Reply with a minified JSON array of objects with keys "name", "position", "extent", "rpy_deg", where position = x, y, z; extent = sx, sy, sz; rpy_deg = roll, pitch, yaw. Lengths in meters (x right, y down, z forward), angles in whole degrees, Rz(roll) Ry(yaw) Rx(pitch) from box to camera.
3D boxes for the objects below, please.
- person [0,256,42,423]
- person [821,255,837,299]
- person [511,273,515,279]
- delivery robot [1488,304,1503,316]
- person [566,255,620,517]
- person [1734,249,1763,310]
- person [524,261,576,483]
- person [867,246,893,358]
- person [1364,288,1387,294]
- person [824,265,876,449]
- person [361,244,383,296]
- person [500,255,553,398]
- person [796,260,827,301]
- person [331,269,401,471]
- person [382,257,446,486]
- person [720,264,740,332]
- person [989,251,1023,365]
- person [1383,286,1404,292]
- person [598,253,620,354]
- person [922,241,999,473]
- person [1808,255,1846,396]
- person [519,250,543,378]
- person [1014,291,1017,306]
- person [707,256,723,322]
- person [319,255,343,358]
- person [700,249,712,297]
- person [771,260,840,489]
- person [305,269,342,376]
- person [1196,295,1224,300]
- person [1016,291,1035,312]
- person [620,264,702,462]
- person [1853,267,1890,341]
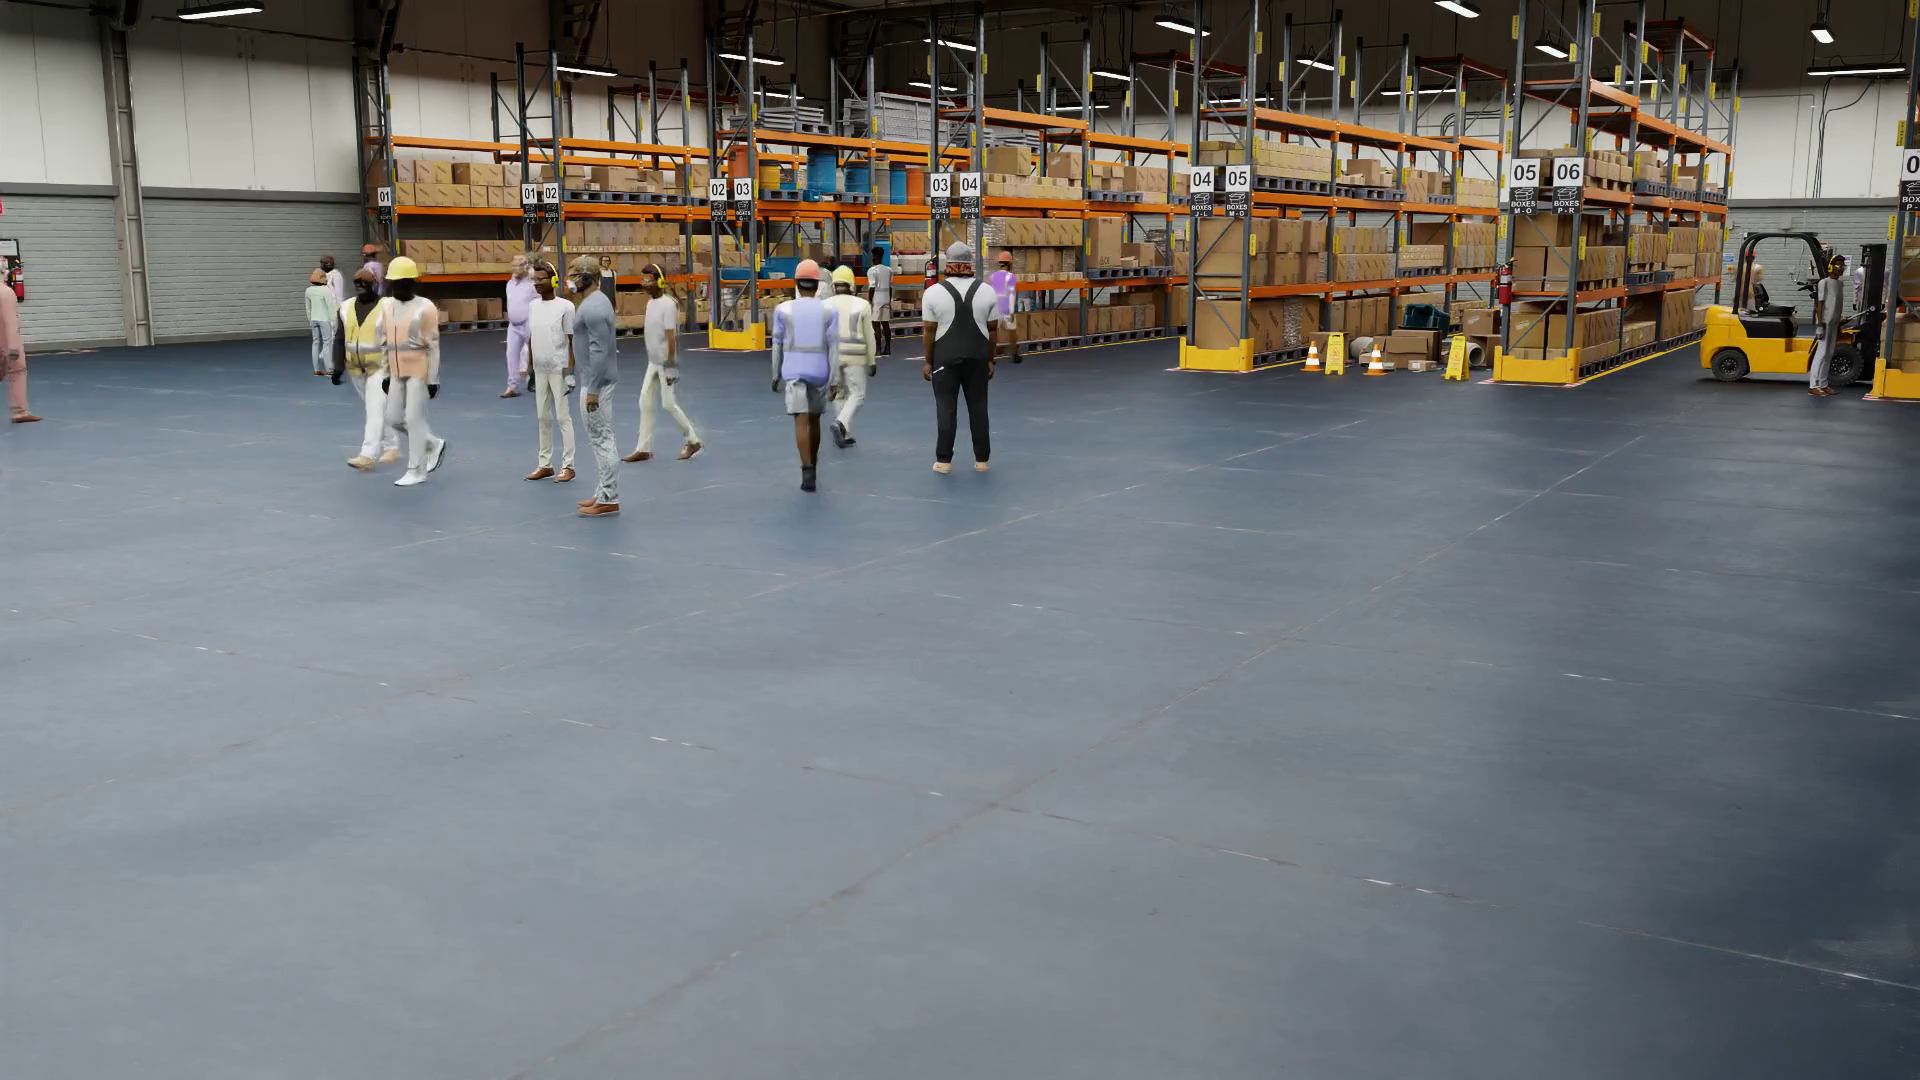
[{"name":"person","position":[-10.769,-2.223,18.579],"extent":[0.651,1.880,0.765],"rpy_deg":[4,11,23]},{"name":"person","position":[-2.357,-4.340,30.688],"extent":[0.831,1.805,0.627],"rpy_deg":[2,10,10]},{"name":"person","position":[-10.072,-5.624,38.355],"extent":[0.520,1.629,0.308],"rpy_deg":[-1,10,-3]},{"name":"delivery robot","position":[12.905,-5.511,40.456],"extent":[0.707,0.478,0.477],"rpy_deg":[-2,10,-11]},{"name":"person","position":[-2.709,-1.137,12.349],"extent":[0.355,1.936,0.635],"rpy_deg":[-2,10,-11]},{"name":"person","position":[16.726,-5.232,35.302],"extent":[0.544,1.922,0.491],"rpy_deg":[7,12,33]},{"name":"person","position":[-3.482,-1.421,14.125],"extent":[0.520,1.874,0.327],"rpy_deg":[5,11,26]},{"name":"person","position":[-1.438,-4.219,29.527],"extent":[0.361,1.963,0.613],"rpy_deg":[8,13,38]},{"name":"person","position":[9.951,-5.929,39.872],"extent":[0.558,1.717,0.398],"rpy_deg":[1,10,4]},{"name":"person","position":[-1.139,-1.771,16.262],"extent":[0.600,1.808,0.697],"rpy_deg":[4,11,22]},{"name":"person","position":[-11.817,-4.978,33.658],"extent":[0.870,2.016,0.617],"rpy_deg":[1,10,4]},{"name":"person","position":[-5.725,-2.838,22.067],"extent":[0.652,1.875,0.927],"rpy_deg":[5,11,28]},{"name":"person","position":[-2.274,-3.420,25.636],"extent":[0.532,1.771,0.323],"rpy_deg":[-5,11,-26]},{"name":"person","position":[-5.337,-1.543,15.052],"extent":[0.620,1.795,0.978],"rpy_deg":[2,10,13]},{"name":"person","position":[-4.598,-1.423,14.016],"extent":[0.611,1.912,0.579],"rpy_deg":[6,12,29]},{"name":"person","position":[-4.709,-4.744,33.492],"extent":[0.538,1.585,0.851],"rpy_deg":[6,12,30]},{"name":"person","position":[0.704,-3.862,27.760],"extent":[0.560,1.892,0.983],"rpy_deg":[7,12,35]},{"name":"person","position":[10.752,-6.228,41.035],"extent":[0.695,1.879,0.666],"rpy_deg":[-10,14,-44]},{"name":"person","position":[-6.466,-4.309,30.371],"extent":[0.514,1.845,0.339],"rpy_deg":[-10,14,-44]},{"name":"person","position":[-0.019,-1.614,14.732],"extent":[0.682,2.000,0.536],"rpy_deg":[-2,10,-11]},{"name":"person","position":[11.590,-2.853,22.151],"extent":[0.534,1.869,0.311],"rpy_deg":[-7,12,-34]},{"name":"person","position":[-6.340,-3.415,25.182],"extent":[0.886,1.902,0.644],"rpy_deg":[-5,11,-28]},{"name":"person","position":[0.829,-4.800,32.898],"extent":[0.628,1.931,0.375],"rpy_deg":[0,10,0]},{"name":"person","position":[-5.248,-5.267,35.968],"extent":[0.329,1.765,0.533],"rpy_deg":[-10,14,-44]},{"name":"person","position":[-11.098,-4.132,29.471],"extent":[0.635,1.815,0.818],"rpy_deg":[10,14,44]},{"name":"person","position":[-6.071,-6.112,40.374],"extent":[0.604,1.881,0.388],"rpy_deg":[6,12,31]},{"name":"person","position":[-1.283,-1.386,13.903],"extent":[0.554,1.890,0.989],"rpy_deg":[-2,10,-13]},{"name":"person","position":[-9.733,-3.310,25.370],"extent":[0.498,1.634,0.280],"rpy_deg":[4,11,22]},{"name":"person","position":[4.523,-4.390,30.306],"extent":[0.606,2.035,0.405],"rpy_deg":[6,12,31]},{"name":"person","position":[1.409,-5.178,35.829],"extent":[0.507,1.632,0.288],"rpy_deg":[9,13,41]},{"name":"person","position":[-2.770,-1.636,15.458],"extent":[0.779,1.836,0.545],"rpy_deg":[-8,13,-36]},{"name":"person","position":[17.263,-4.553,31.551],"extent":[0.582,1.918,0.405],"rpy_deg":[5,11,27]}]
